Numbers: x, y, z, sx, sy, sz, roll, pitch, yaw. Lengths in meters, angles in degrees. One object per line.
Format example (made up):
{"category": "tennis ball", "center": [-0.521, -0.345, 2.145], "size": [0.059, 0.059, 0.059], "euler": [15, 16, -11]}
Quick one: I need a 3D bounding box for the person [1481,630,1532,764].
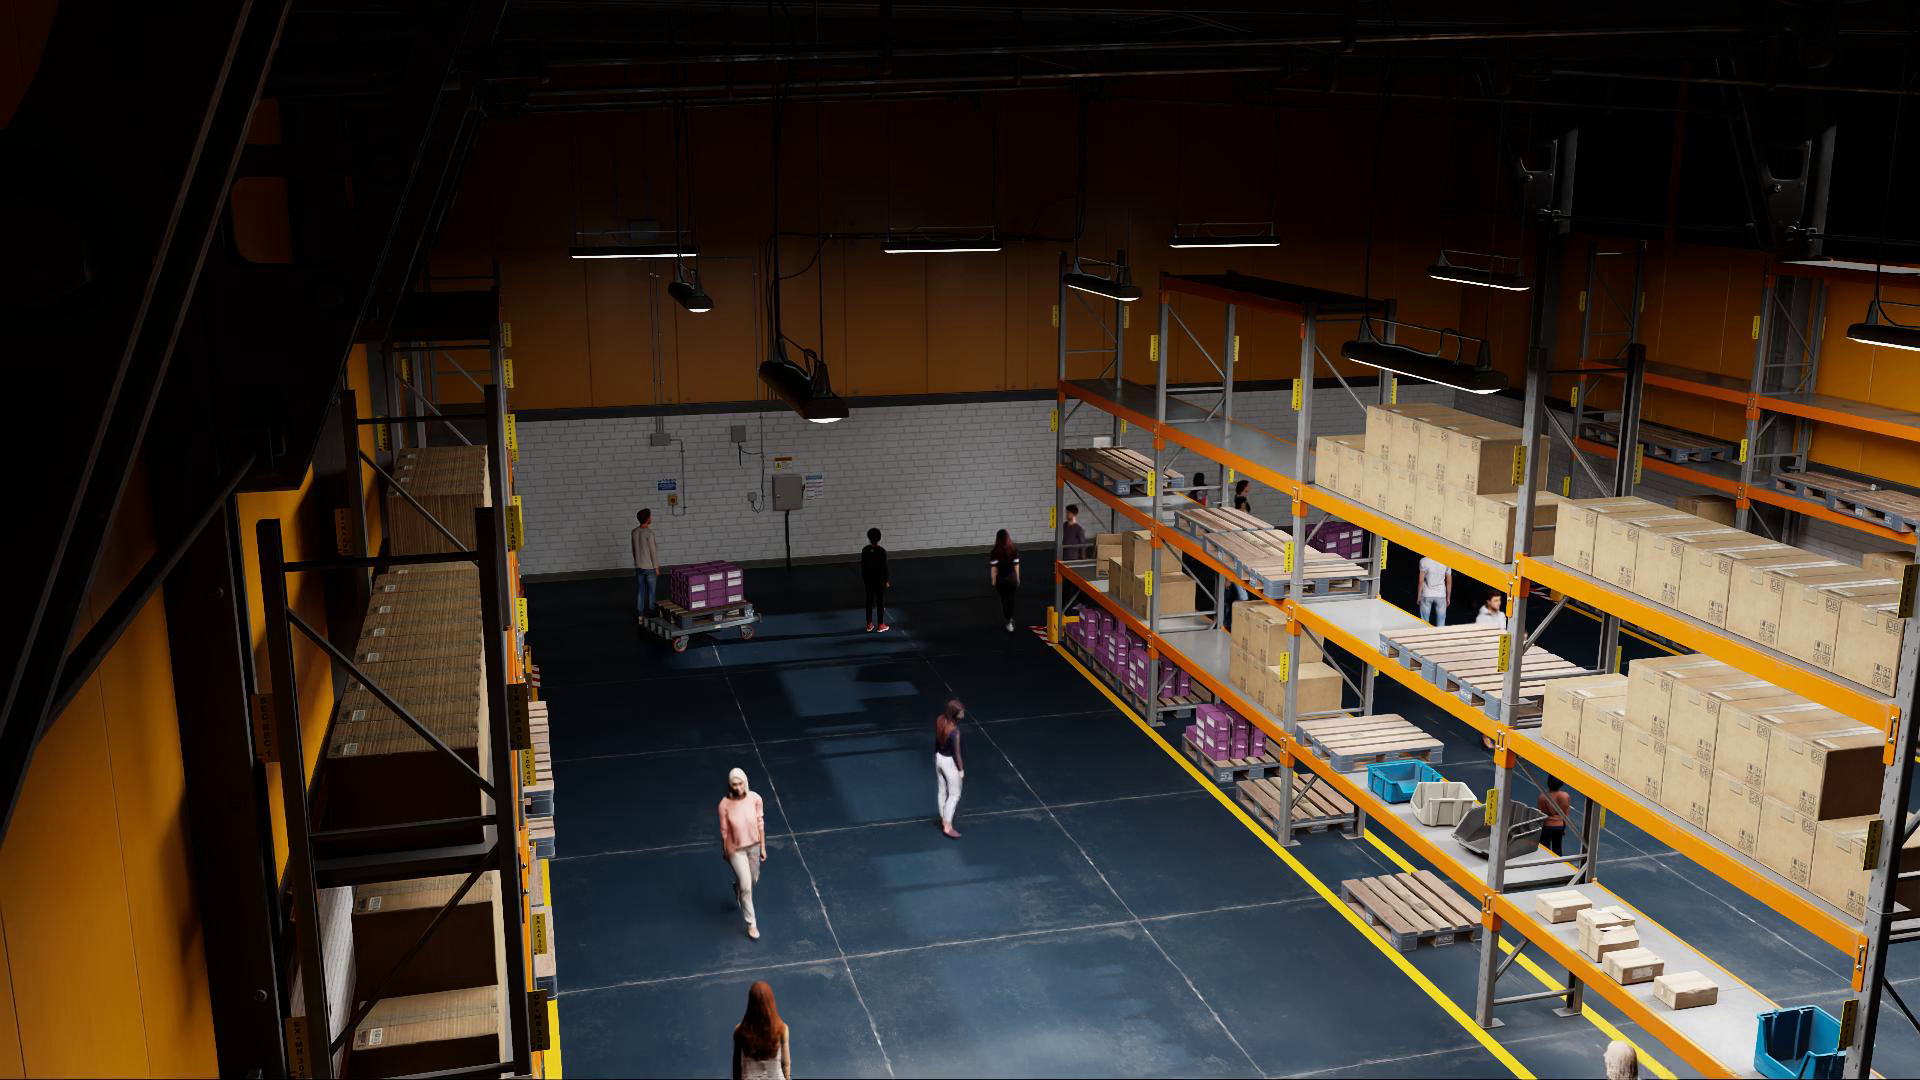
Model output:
{"category": "person", "center": [6.888, 1.924, 20.898], "size": [0.683, 1.682, 1.148], "euler": [-5, 15, -21]}

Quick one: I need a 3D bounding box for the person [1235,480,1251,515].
{"category": "person", "center": [4.876, -0.175, 29.345], "size": [0.648, 1.787, 0.555], "euler": [-3, 14, -14]}

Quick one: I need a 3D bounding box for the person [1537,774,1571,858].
{"category": "person", "center": [6.179, 2.997, 17.375], "size": [0.537, 1.254, 0.500], "euler": [-2, 14, -9]}

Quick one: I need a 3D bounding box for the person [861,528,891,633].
{"category": "person", "center": [-1.340, 0.623, 26.285], "size": [0.686, 1.675, 0.708], "euler": [4, 14, 18]}

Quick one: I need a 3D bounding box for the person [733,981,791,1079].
{"category": "person", "center": [-1.422, 4.048, 12.075], "size": [0.685, 1.706, 0.918], "euler": [-1, 14, -2]}

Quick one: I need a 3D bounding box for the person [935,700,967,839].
{"category": "person", "center": [-0.139, 2.513, 18.653], "size": [0.825, 1.594, 0.569], "euler": [-13, 19, -43]}

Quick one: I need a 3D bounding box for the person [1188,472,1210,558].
{"category": "person", "center": [4.418, -0.465, 30.914], "size": [0.723, 1.610, 0.574], "euler": [-10, 17, -35]}

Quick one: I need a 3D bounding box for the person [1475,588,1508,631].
{"category": "person", "center": [6.916, 1.545, 22.015], "size": [0.980, 1.893, 1.294], "euler": [-10, 17, -36]}

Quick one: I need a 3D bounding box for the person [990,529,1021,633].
{"category": "person", "center": [0.728, 0.663, 26.247], "size": [0.635, 1.615, 0.700], "euler": [-2, 14, -9]}

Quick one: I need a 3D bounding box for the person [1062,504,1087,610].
{"category": "person", "center": [1.879, 0.328, 27.230], "size": [1.035, 1.804, 1.180], "euler": [-9, 17, -34]}

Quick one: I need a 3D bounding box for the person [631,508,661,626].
{"category": "person", "center": [-5.021, 0.429, 26.599], "size": [0.737, 1.904, 0.814], "euler": [9, 16, 33]}

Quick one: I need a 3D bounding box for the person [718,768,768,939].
{"category": "person", "center": [-2.155, 3.014, 16.371], "size": [0.740, 1.694, 1.069], "euler": [-7, 15, -26]}
